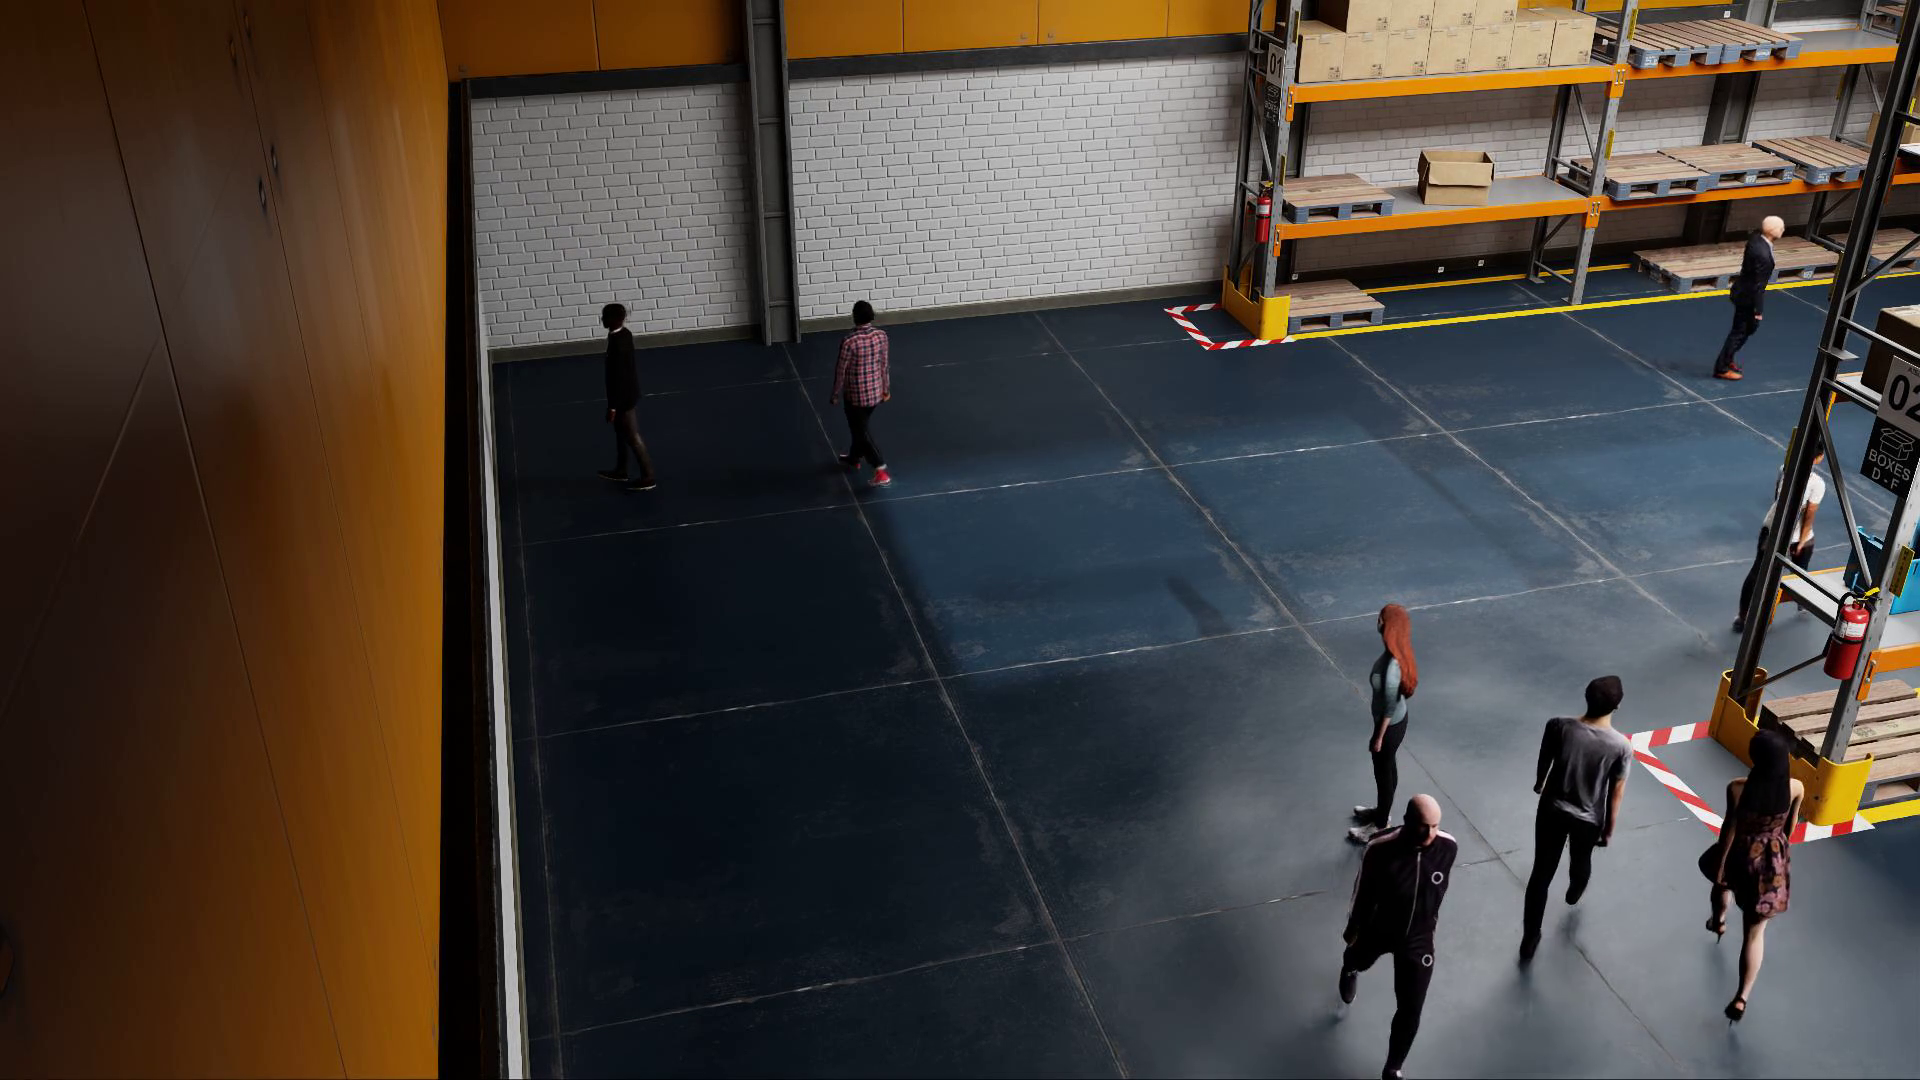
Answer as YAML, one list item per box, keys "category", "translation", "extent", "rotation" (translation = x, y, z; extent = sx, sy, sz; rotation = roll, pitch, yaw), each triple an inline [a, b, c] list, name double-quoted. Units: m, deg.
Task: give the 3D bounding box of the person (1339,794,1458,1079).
- category: "person"
  translation: [2.323, 2.050, 8.990]
  extent: [1.274, 1.786, 0.984]
  rotation: [1, 29, 2]

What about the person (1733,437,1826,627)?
- category: "person"
  translation: [6.391, -0.025, 12.996]
  extent: [1.143, 1.593, 0.779]
  rotation: [-16, 32, -27]

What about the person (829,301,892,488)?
- category: "person"
  translation: [-0.861, -1.319, 15.206]
  extent: [1.148, 1.748, 1.092]
  rotation: [-25, 37, -38]

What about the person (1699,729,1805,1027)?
- category: "person"
  translation: [4.445, 1.906, 9.331]
  extent: [1.215, 1.712, 1.095]
  rotation: [8, 30, 14]

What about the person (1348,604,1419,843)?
- category: "person"
  translation: [2.729, 1.178, 10.634]
  extent: [0.706, 1.742, 0.666]
  rotation: [12, 31, 21]

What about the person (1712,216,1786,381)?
- category: "person"
  translation: [8.157, -2.543, 17.406]
  extent: [0.813, 1.790, 0.833]
  rotation: [8, 30, 13]

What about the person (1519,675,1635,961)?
- category: "person"
  translation: [3.525, 1.646, 9.694]
  extent: [1.155, 1.821, 1.210]
  rotation: [15, 32, 26]

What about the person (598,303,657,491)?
- category: "person"
  translation: [-3.040, -1.299, 15.116]
  extent: [0.827, 1.799, 0.740]
  rotation: [-2, 29, -3]
